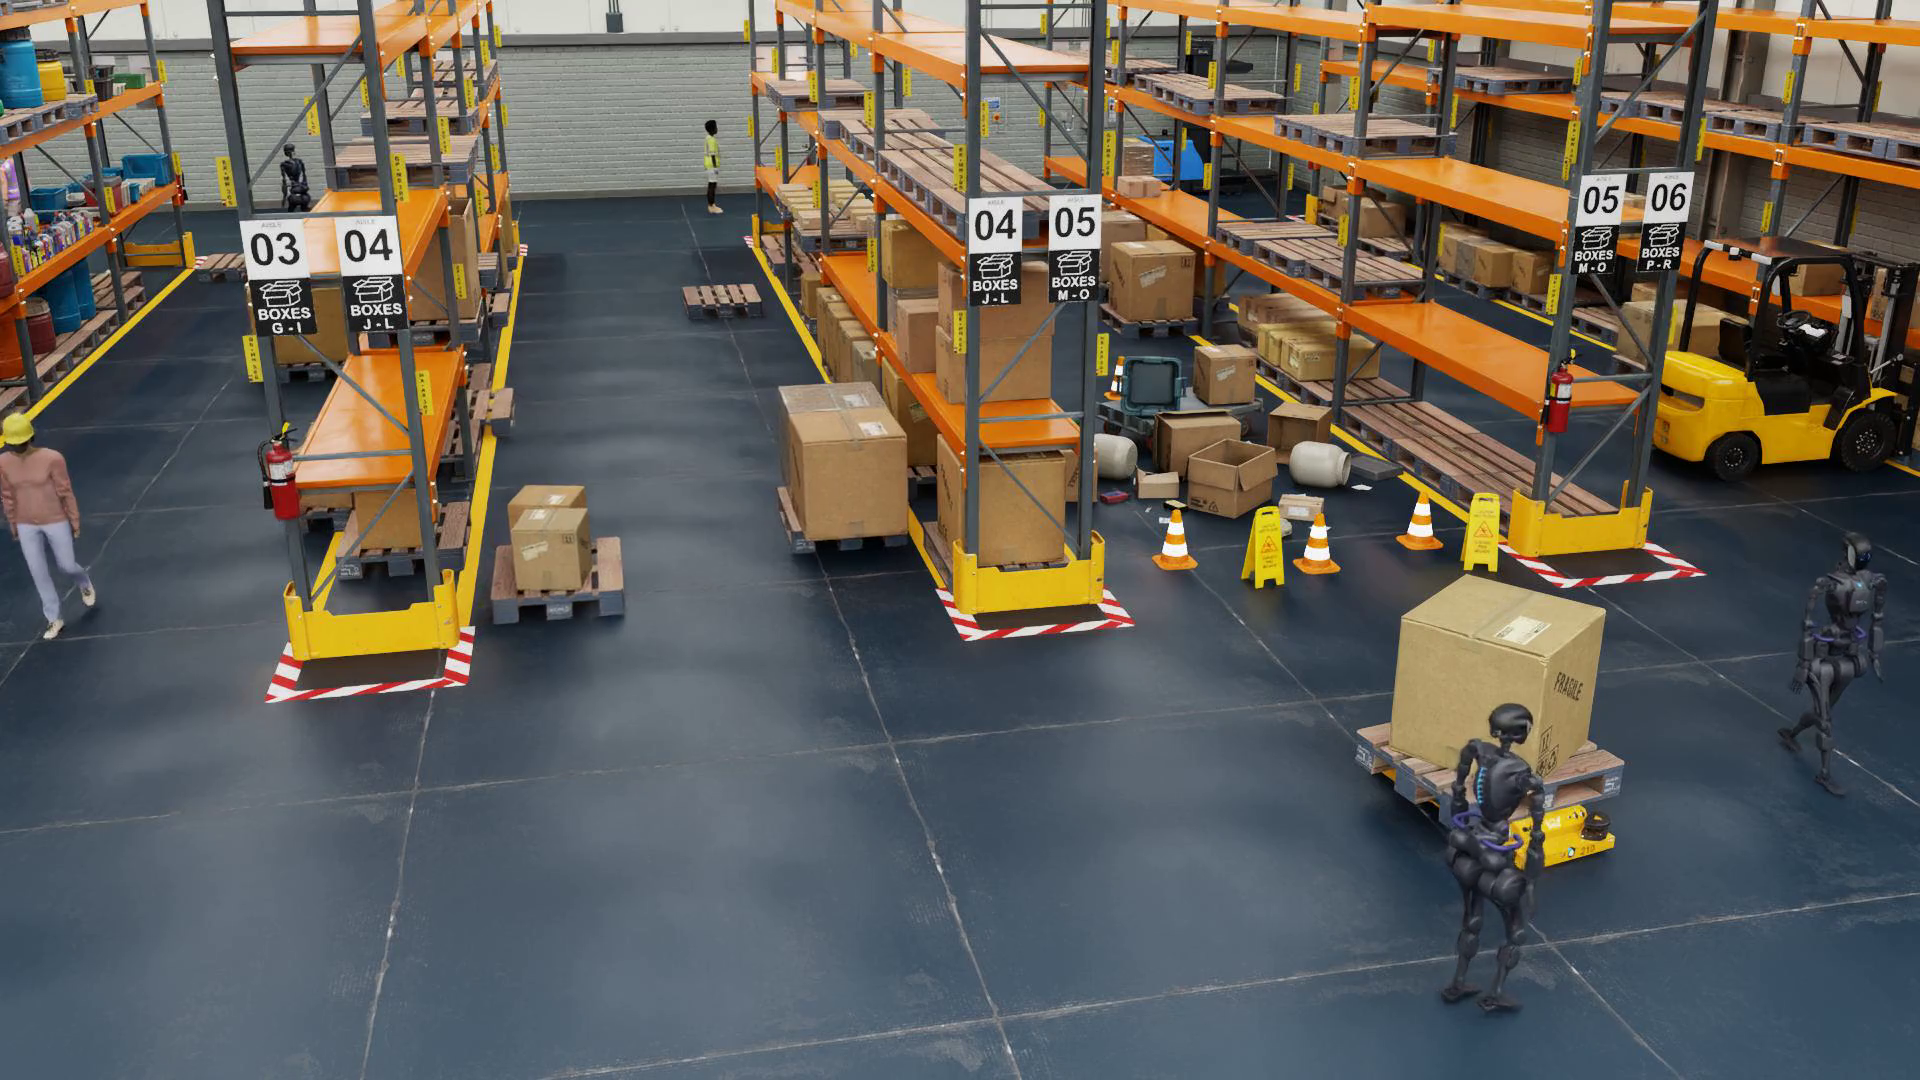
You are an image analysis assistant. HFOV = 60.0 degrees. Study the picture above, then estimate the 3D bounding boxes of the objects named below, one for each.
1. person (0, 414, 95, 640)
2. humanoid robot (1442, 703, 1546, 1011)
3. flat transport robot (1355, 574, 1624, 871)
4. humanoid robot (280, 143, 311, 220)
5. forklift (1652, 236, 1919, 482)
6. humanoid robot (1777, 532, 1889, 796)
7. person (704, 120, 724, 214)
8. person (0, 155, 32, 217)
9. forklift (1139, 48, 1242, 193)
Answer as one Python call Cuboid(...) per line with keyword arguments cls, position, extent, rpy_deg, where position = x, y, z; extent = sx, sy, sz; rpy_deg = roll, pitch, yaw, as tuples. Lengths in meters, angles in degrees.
Cuboid(cls="person", position=(-6.865, -0.154, 12.491), extent=(0.545, 1.737, 0.585), rpy_deg=(-3, 21, -9))
Cuboid(cls="humanoid robot", position=(2.571, 1.524, 8.075), extent=(0.350, 1.657, 0.599), rpy_deg=(-11, 23, -27))
Cuboid(cls="flat transport robot", position=(3.179, 1.533, 10.075), extent=(0.659, 0.231, 1.431), rpy_deg=(-9, 22, -23))
Cuboid(cls="humanoid robot", position=(-11.065, -5.775, 27.726), extent=(0.451, 1.646, 0.591), rpy_deg=(7, 22, 19))
Cuboid(cls="forklift", position=(8.013, -1.814, 16.330), extent=(2.313, 2.155, 1.214), rpy_deg=(-4, 21, -12))
Cuboid(cls="humanoid robot", position=(5.437, 0.711, 10.359), extent=(0.585, 1.639, 0.784), rpy_deg=(-4, 21, -10))
Cuboid(cls="person", position=(-4.566, -6.898, 30.724), extent=(0.317, 1.695, 0.539), rpy_deg=(-5, 21, -14))
Cuboid(cls="person", position=(-15.367, -5.564, 27.149), extent=(0.347, 1.688, 0.491), rpy_deg=(11, 23, 27))
Cuboid(cls="forklift", position=(4.566, -8.313, 32.860), extent=(1.873, 2.768, 1.129), rpy_deg=(-4, 21, -12))
